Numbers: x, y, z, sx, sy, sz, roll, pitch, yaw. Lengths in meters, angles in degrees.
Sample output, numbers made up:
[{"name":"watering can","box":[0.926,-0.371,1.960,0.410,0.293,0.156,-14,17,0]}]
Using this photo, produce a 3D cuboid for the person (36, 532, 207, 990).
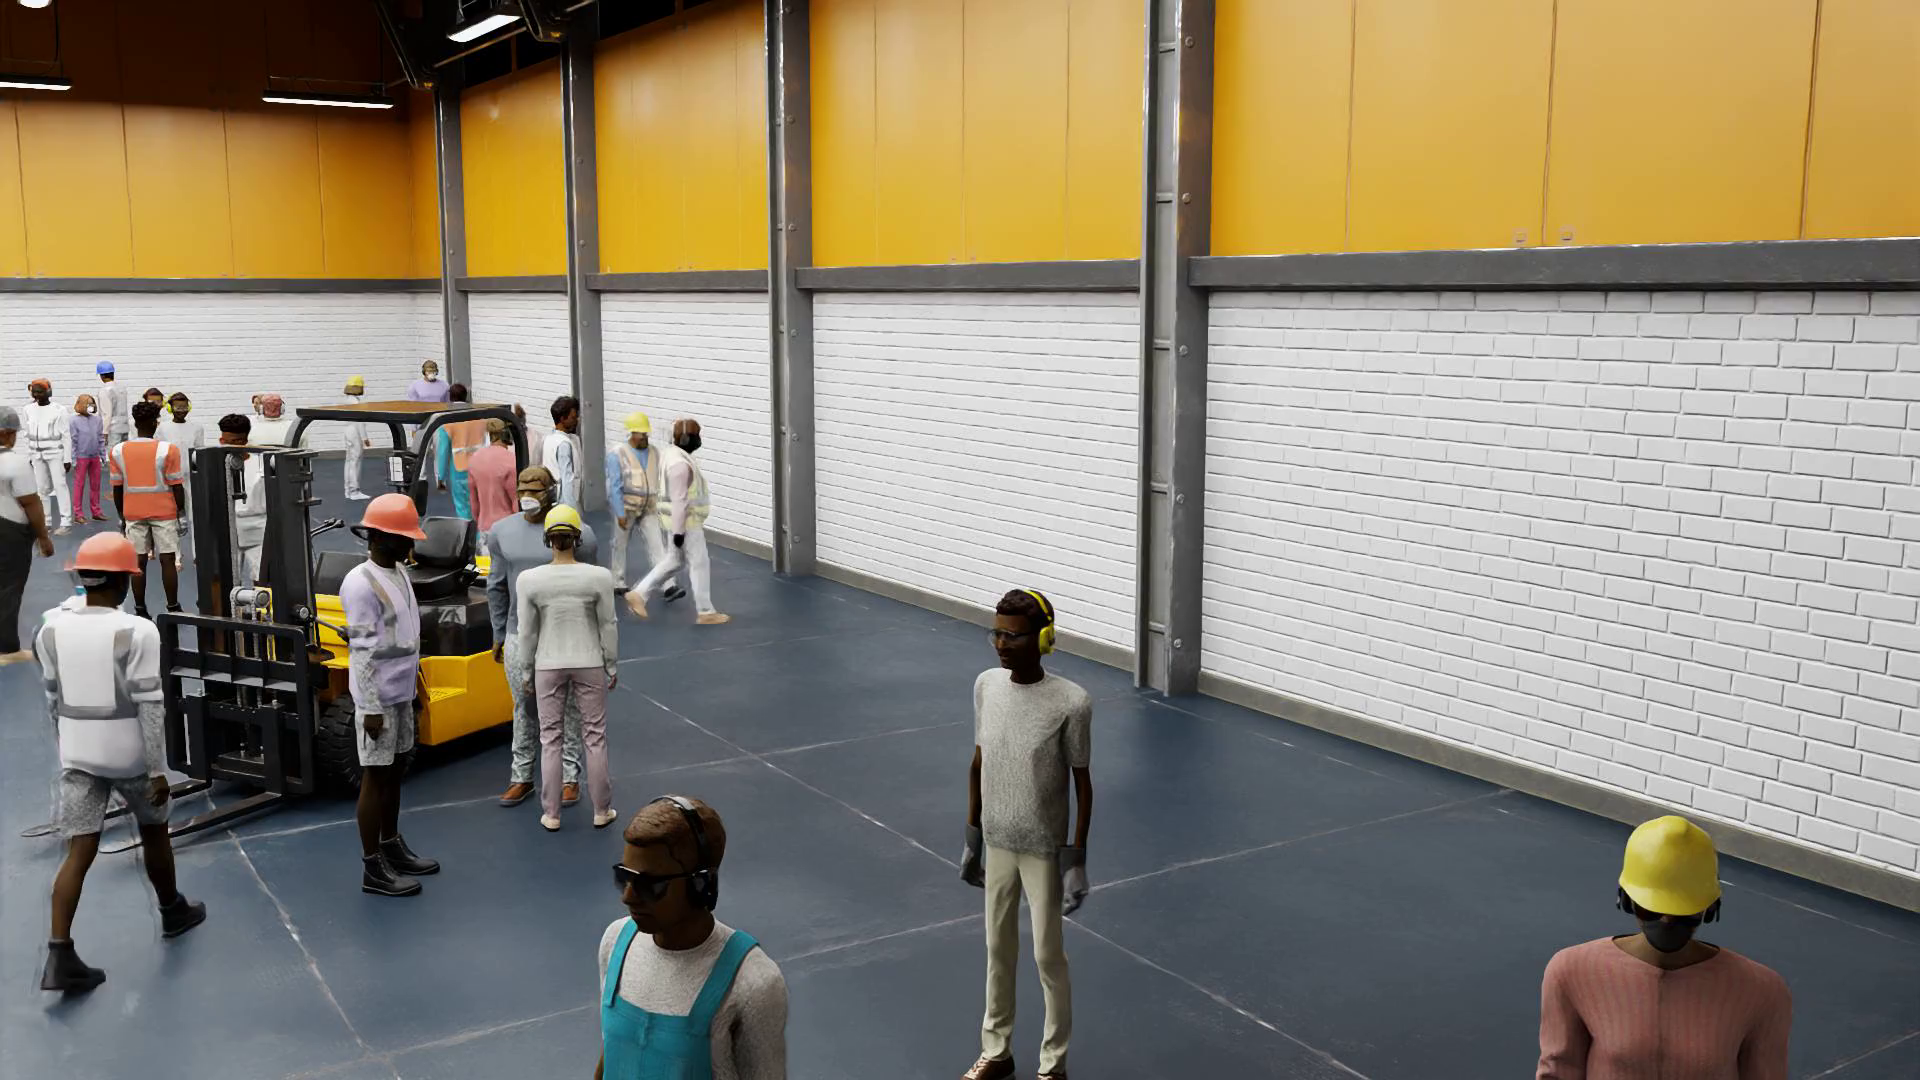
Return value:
[{"name":"person","box":[-3.624,0.910,7.048,0.549,1.880,1.024,0,8,3]}]

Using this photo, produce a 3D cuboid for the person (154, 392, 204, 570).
[{"name":"person","box":[-8.107,-0.613,17.361,0.512,1.858,0.326,-7,11,-41]}]

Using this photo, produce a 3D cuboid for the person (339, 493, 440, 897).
[{"name":"person","box":[-2.737,0.734,8.027,0.376,1.930,0.542,0,8,3]}]

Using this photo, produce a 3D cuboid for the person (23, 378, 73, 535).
[{"name":"person","box":[-10.860,-0.986,19.806,0.578,1.878,0.342,1,9,9]}]

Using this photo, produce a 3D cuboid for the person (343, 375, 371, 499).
[{"name":"person","box":[-8.462,-1.437,23.321,0.333,1.737,0.515,-6,10,-36]}]

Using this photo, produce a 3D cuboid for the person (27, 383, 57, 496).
[{"name":"person","box":[-13.021,-1.430,23.627,0.513,1.630,0.318,4,9,25]}]

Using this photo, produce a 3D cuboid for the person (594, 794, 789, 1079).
[{"name":"person","box":[-0.595,1.439,3.561,0.507,1.846,0.345,5,10,30]}]

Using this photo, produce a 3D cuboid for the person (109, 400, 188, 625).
[{"name":"person","box":[-6.984,-0.224,14.366,0.607,1.966,0.367,-1,8,-5]}]

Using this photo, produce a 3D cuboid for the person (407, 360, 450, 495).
[{"name":"person","box":[-7.566,-1.612,23.819,0.627,1.938,0.372,-6,10,-35]}]

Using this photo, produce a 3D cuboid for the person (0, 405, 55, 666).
[{"name":"person","box":[-7.418,-0.050,12.940,0.695,2.000,0.541,4,9,24]}]

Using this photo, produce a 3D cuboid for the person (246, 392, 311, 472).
[{"name":"person","box":[-6.740,-0.500,16.422,0.638,1.909,0.408,-4,10,-28]}]

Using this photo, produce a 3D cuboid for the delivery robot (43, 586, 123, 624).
[{"name":"delivery robot","box":[-6.949,0.605,13.196,0.477,0.478,0.707,0,8,-2]}]

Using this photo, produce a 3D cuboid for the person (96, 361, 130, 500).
[{"name":"person","box":[-11.816,-1.526,23.216,0.402,1.943,0.605,0,8,0]}]

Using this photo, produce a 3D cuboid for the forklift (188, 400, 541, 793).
[{"name":"forklift","box":[-3.529,0.258,10.348,1.214,2.155,2.313,4,9,25]}]

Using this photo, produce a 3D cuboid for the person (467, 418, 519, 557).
[{"name":"person","box":[-3.650,-0.051,13.290,0.627,1.940,0.370,6,10,36]}]

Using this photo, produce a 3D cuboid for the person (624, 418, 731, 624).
[{"name":"person","box":[-2.467,-0.153,14.402,0.837,1.816,0.630,-2,9,-14]}]

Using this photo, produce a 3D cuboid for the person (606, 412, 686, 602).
[{"name":"person","box":[-2.953,-0.290,15.412,0.599,1.779,0.923,-8,12,-43]}]

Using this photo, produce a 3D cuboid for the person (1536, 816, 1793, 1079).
[{"name":"person","box":[1.548,1.460,3.718,0.522,1.759,0.344,3,9,18]}]

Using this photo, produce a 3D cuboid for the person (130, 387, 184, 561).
[{"name":"person","box":[-8.684,-0.718,18.007,0.513,1.875,0.328,-7,11,-38]}]

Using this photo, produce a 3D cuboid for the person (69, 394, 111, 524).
[{"name":"person","box":[-10.946,-1.019,20.876,0.287,1.626,0.497,4,9,22]}]

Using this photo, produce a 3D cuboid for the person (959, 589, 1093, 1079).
[{"name":"person","box":[0.222,1.087,5.843,0.519,1.874,0.331,6,10,35]}]

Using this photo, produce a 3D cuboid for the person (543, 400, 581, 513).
[{"name":"person","box":[-3.622,-0.319,15.162,0.392,1.920,0.587,-4,10,-28]}]

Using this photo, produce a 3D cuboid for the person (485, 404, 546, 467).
[{"name":"person","box":[-4.303,-0.434,16.289,0.632,1.814,0.577,-3,9,-17]}]

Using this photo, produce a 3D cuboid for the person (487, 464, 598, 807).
[{"name":"person","box":[-2.337,0.535,9.338,0.629,1.940,0.379,1,8,5]}]

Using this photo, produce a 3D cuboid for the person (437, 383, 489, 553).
[{"name":"person","box":[-5.410,-0.755,18.155,0.458,1.901,0.619,8,12,44]}]

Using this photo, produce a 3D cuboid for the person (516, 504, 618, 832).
[{"name":"person","box":[-2.094,0.687,8.918,0.522,1.761,0.321,-2,9,-11]}]
